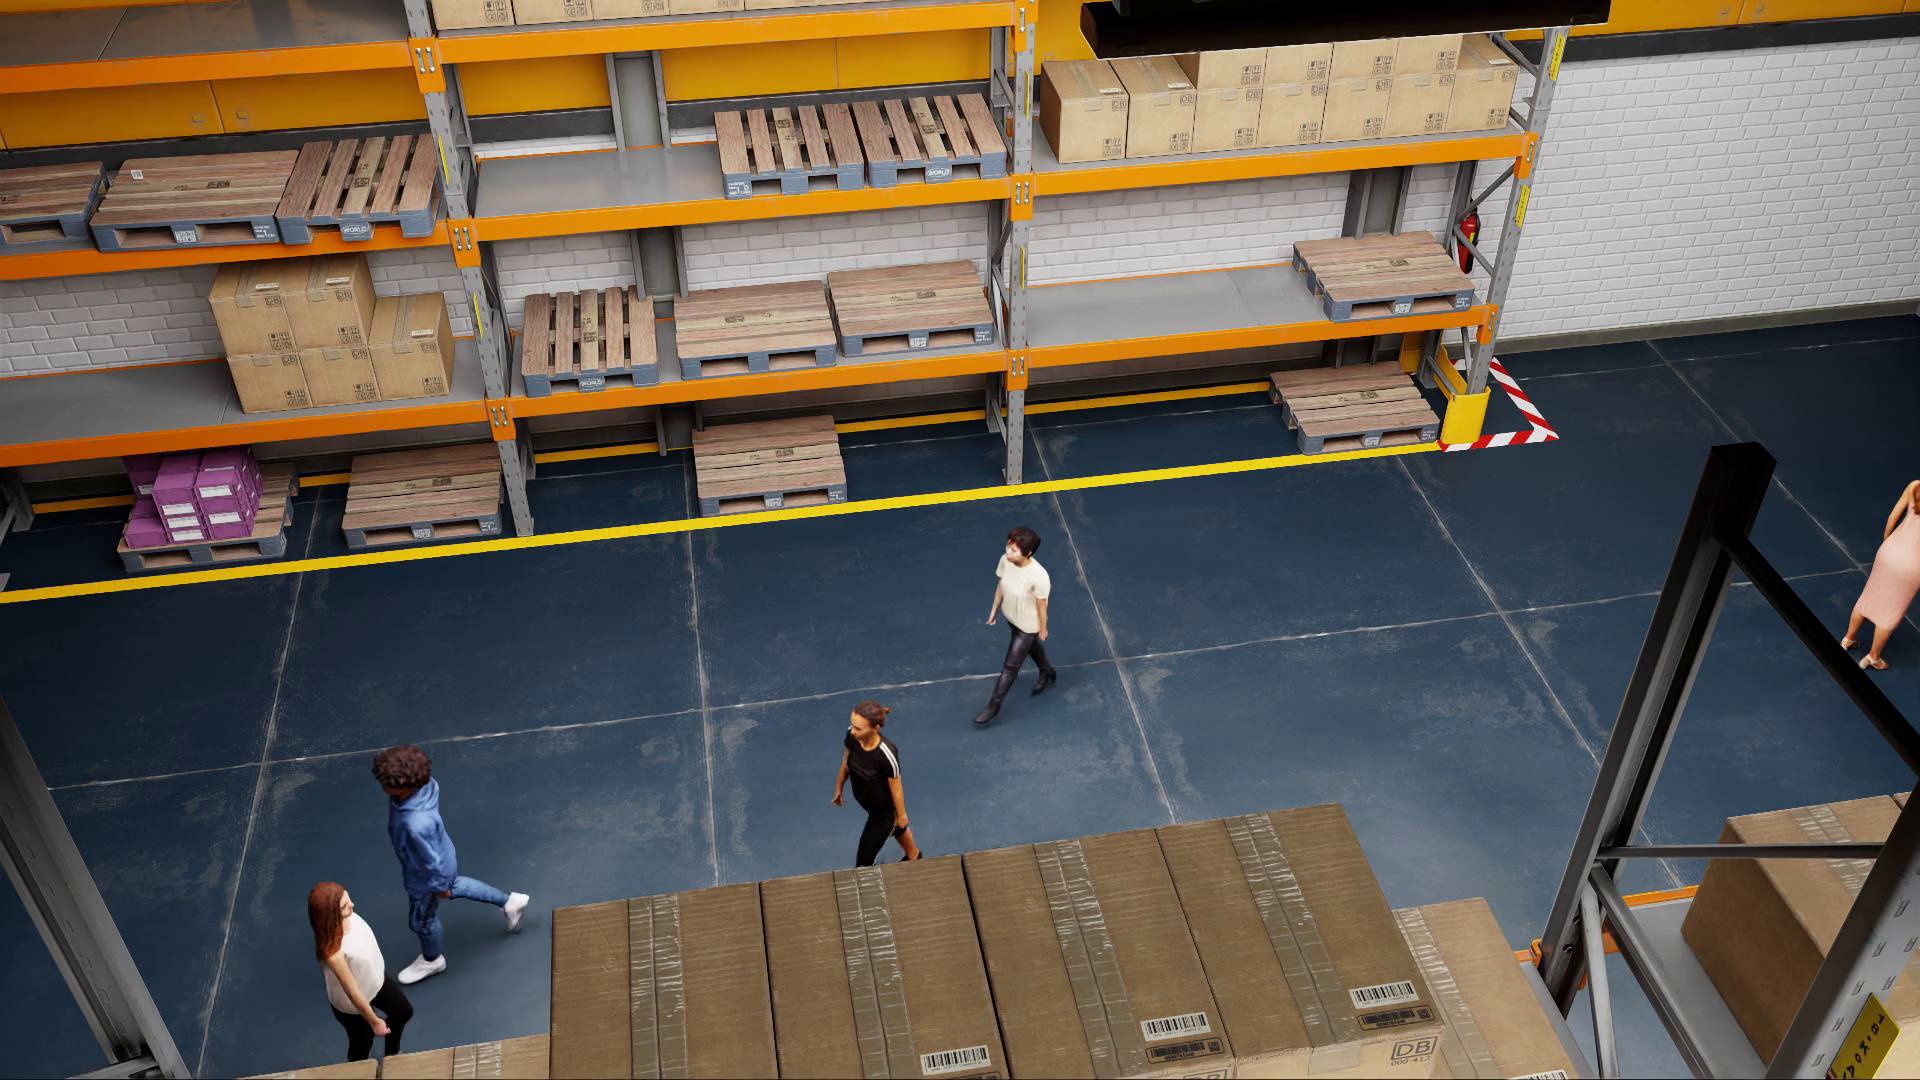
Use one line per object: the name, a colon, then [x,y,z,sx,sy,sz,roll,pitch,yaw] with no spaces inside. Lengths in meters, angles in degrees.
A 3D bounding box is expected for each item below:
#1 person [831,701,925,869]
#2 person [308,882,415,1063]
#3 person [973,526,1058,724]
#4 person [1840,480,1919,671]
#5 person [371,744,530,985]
person: [-0.427,1.542,10.046,1.175,1.627,0.932,-26,45,-28]
person: [-3.294,2.426,8.873,0.629,1.710,0.607,-1,39,-1]
person: [0.486,0.528,11.381,1.076,1.546,0.857,-23,44,-26]
person: [6.595,0.144,11.635,0.589,1.831,0.641,-15,41,-18]
person: [-2.981,1.818,9.576,1.092,1.783,0.757,-12,40,-15]
